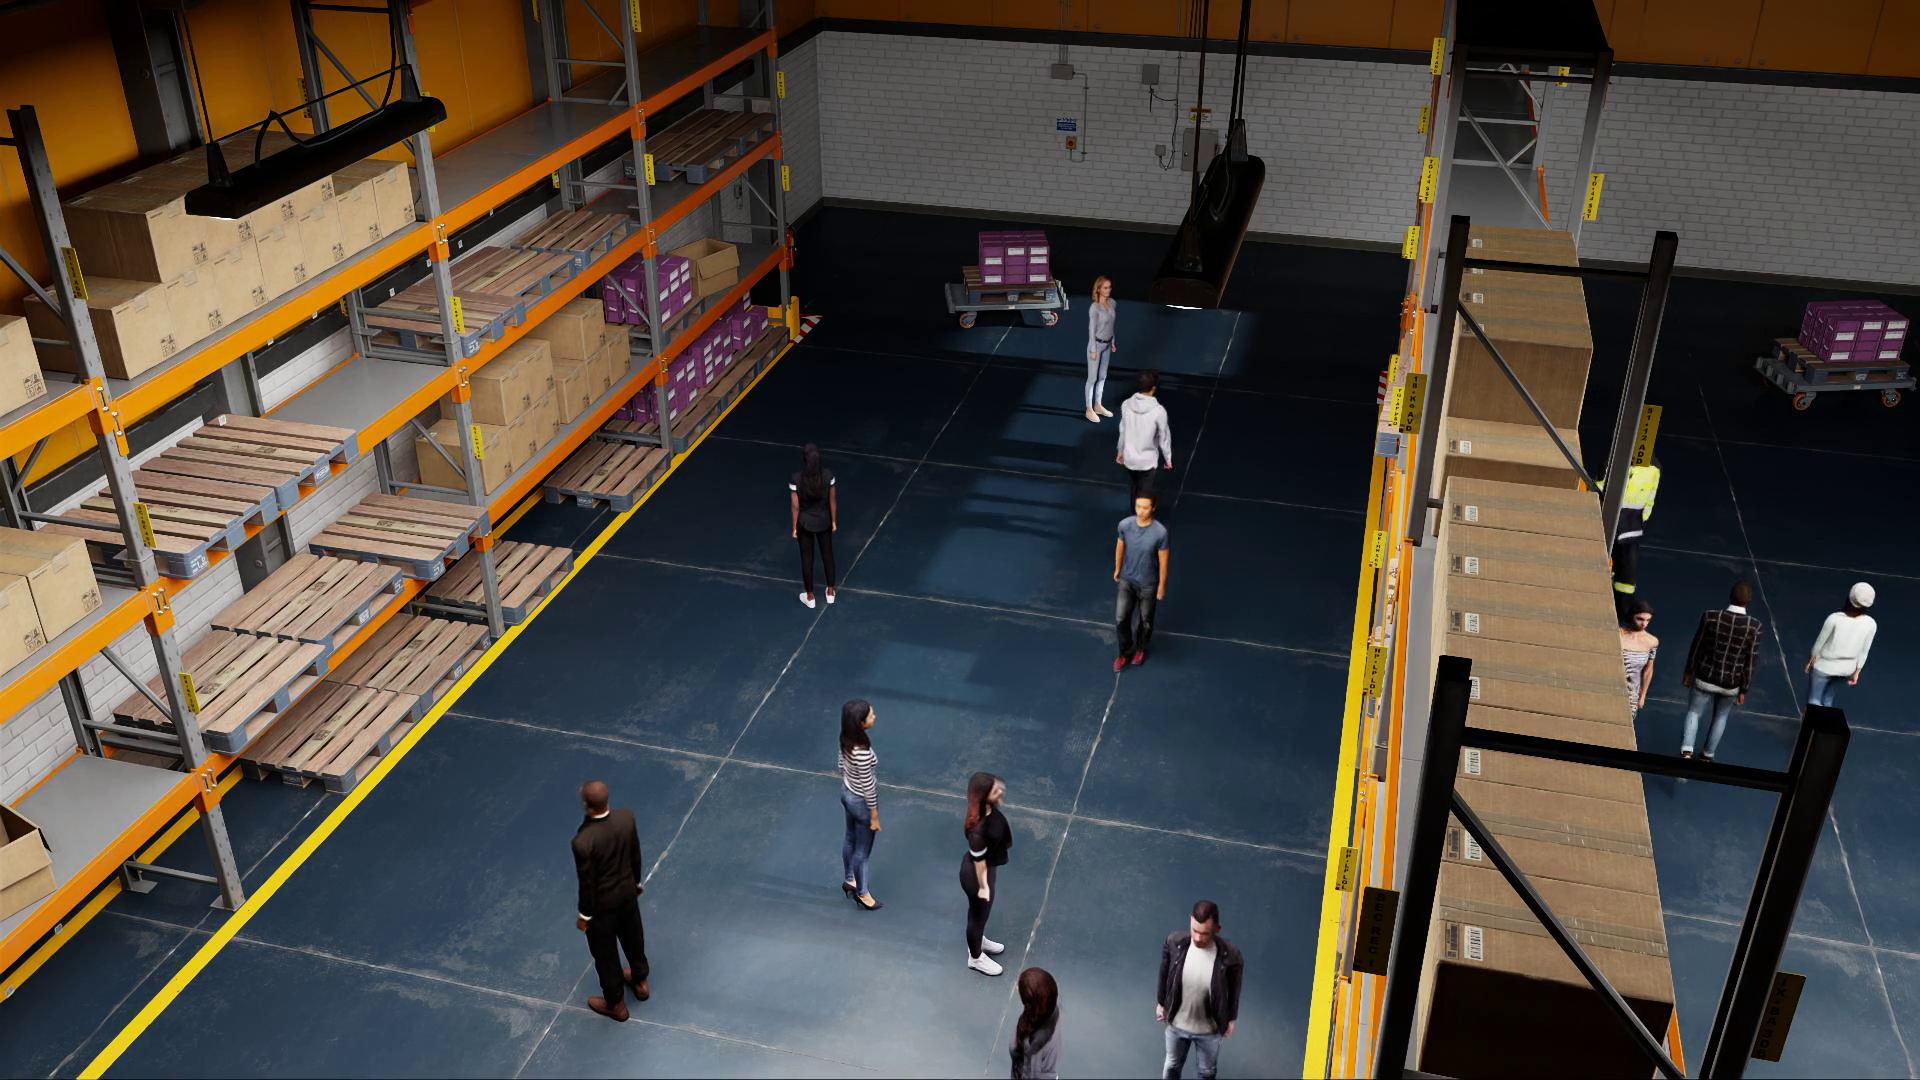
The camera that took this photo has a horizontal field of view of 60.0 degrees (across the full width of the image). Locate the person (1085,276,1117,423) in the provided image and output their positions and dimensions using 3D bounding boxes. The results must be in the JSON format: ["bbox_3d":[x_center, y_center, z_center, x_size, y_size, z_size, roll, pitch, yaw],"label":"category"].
[{"bbox_3d":[1.676,-2.308,19.924,0.618,1.796,0.728,-25,37,-38],"label":"person"}]

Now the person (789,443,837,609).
[{"bbox_3d":[-1.404,-0.155,16.049,0.716,1.729,0.755,-10,30,-18],"label":"person"}]

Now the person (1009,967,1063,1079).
[{"bbox_3d":[0.449,3.226,9.807,0.643,1.770,0.458,6,29,11],"label":"person"}]

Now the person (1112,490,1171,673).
[{"bbox_3d":[1.669,0.315,15.115,0.737,1.797,0.775,12,31,20],"label":"person"}]

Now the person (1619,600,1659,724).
[{"bbox_3d":[5.279,1.216,13.455,0.617,1.805,0.704,8,30,15],"label":"person"}]

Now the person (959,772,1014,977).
[{"bbox_3d":[0.153,2.308,11.628,0.695,1.638,0.563,3,29,6],"label":"person"}]

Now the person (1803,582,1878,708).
[{"bbox_3d":[7.299,1.097,13.858,0.673,1.628,1.017,3,29,6],"label":"person"}]

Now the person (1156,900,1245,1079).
[{"bbox_3d":[1.459,2.940,10.262,0.655,1.835,0.523,8,30,15],"label":"person"}]

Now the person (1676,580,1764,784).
[{"bbox_3d":[6.146,1.185,13.516,0.820,1.801,1.083,15,32,25],"label":"person"}]

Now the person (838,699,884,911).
[{"bbox_3d":[-0.737,1.927,12.161,0.717,1.795,0.645,-14,32,-24],"label":"person"}]

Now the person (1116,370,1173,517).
[{"bbox_3d":[1.812,-0.800,17.044,0.842,1.907,0.948,17,33,28],"label":"person"}]

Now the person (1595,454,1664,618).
[{"bbox_3d":[6.323,-0.281,16.048,0.876,1.949,1.065,4,29,7],"label":"person"}]

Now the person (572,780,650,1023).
[{"bbox_3d":[-2.355,2.397,11.187,0.832,1.904,0.700,21,35,33],"label":"person"}]
